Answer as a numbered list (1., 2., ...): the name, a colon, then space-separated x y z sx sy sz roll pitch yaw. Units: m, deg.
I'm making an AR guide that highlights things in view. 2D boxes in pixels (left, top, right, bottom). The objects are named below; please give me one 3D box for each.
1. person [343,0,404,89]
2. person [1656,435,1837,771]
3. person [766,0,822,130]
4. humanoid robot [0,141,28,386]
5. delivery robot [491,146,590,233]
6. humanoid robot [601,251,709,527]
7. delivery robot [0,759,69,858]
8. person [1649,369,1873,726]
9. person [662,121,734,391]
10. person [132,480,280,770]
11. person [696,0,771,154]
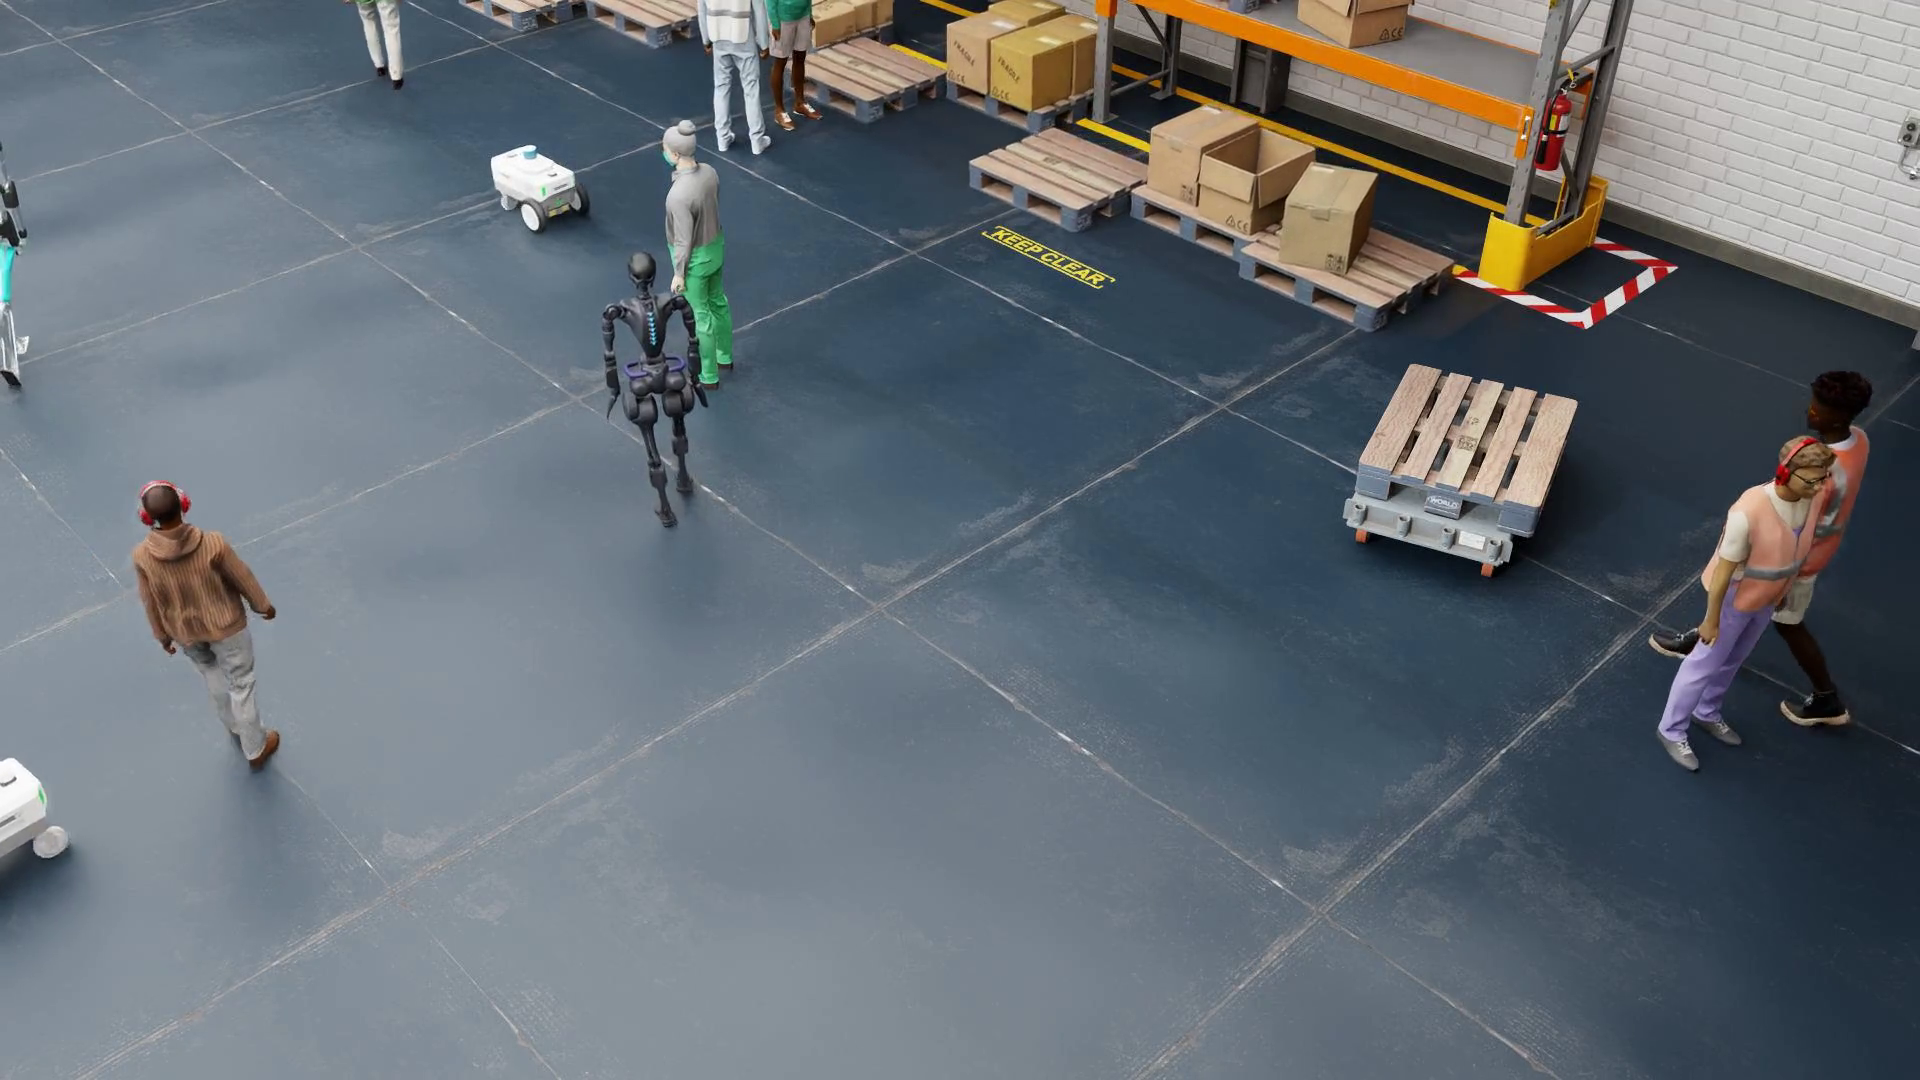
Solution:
1. person: -5.230 -4.984 14.884 0.590 1.766 0.678 -7 38 -9
2. person: 3.704 0.270 7.868 0.568 1.842 0.372 -20 41 -24
3. person: -1.442 -4.445 14.110 0.495 1.847 0.404 -31 47 -34
4. humanoid robot: -6.376 -1.861 10.808 0.549 1.799 0.914 -10 38 -13
5. delivery robot: -3.305 -2.781 12.964 0.736 0.579 0.509 28 45 32
6. humanoid robot: -1.754 -0.885 9.547 0.588 1.640 0.534 -13 39 -17
7. delivery robot: -4.520 1.347 7.508 0.499 0.588 0.774 26 44 30
8. person: 4.125 0.030 8.132 1.001 1.922 0.601 26 44 30
9. person: -1.692 -1.816 10.629 0.341 1.848 0.511 12 39 15
10. person: -3.528 0.381 7.892 0.515 1.641 0.460 -4 37 -6
11. person: -1.855 -4.102 13.608 0.588 1.909 0.382 8 38 10
